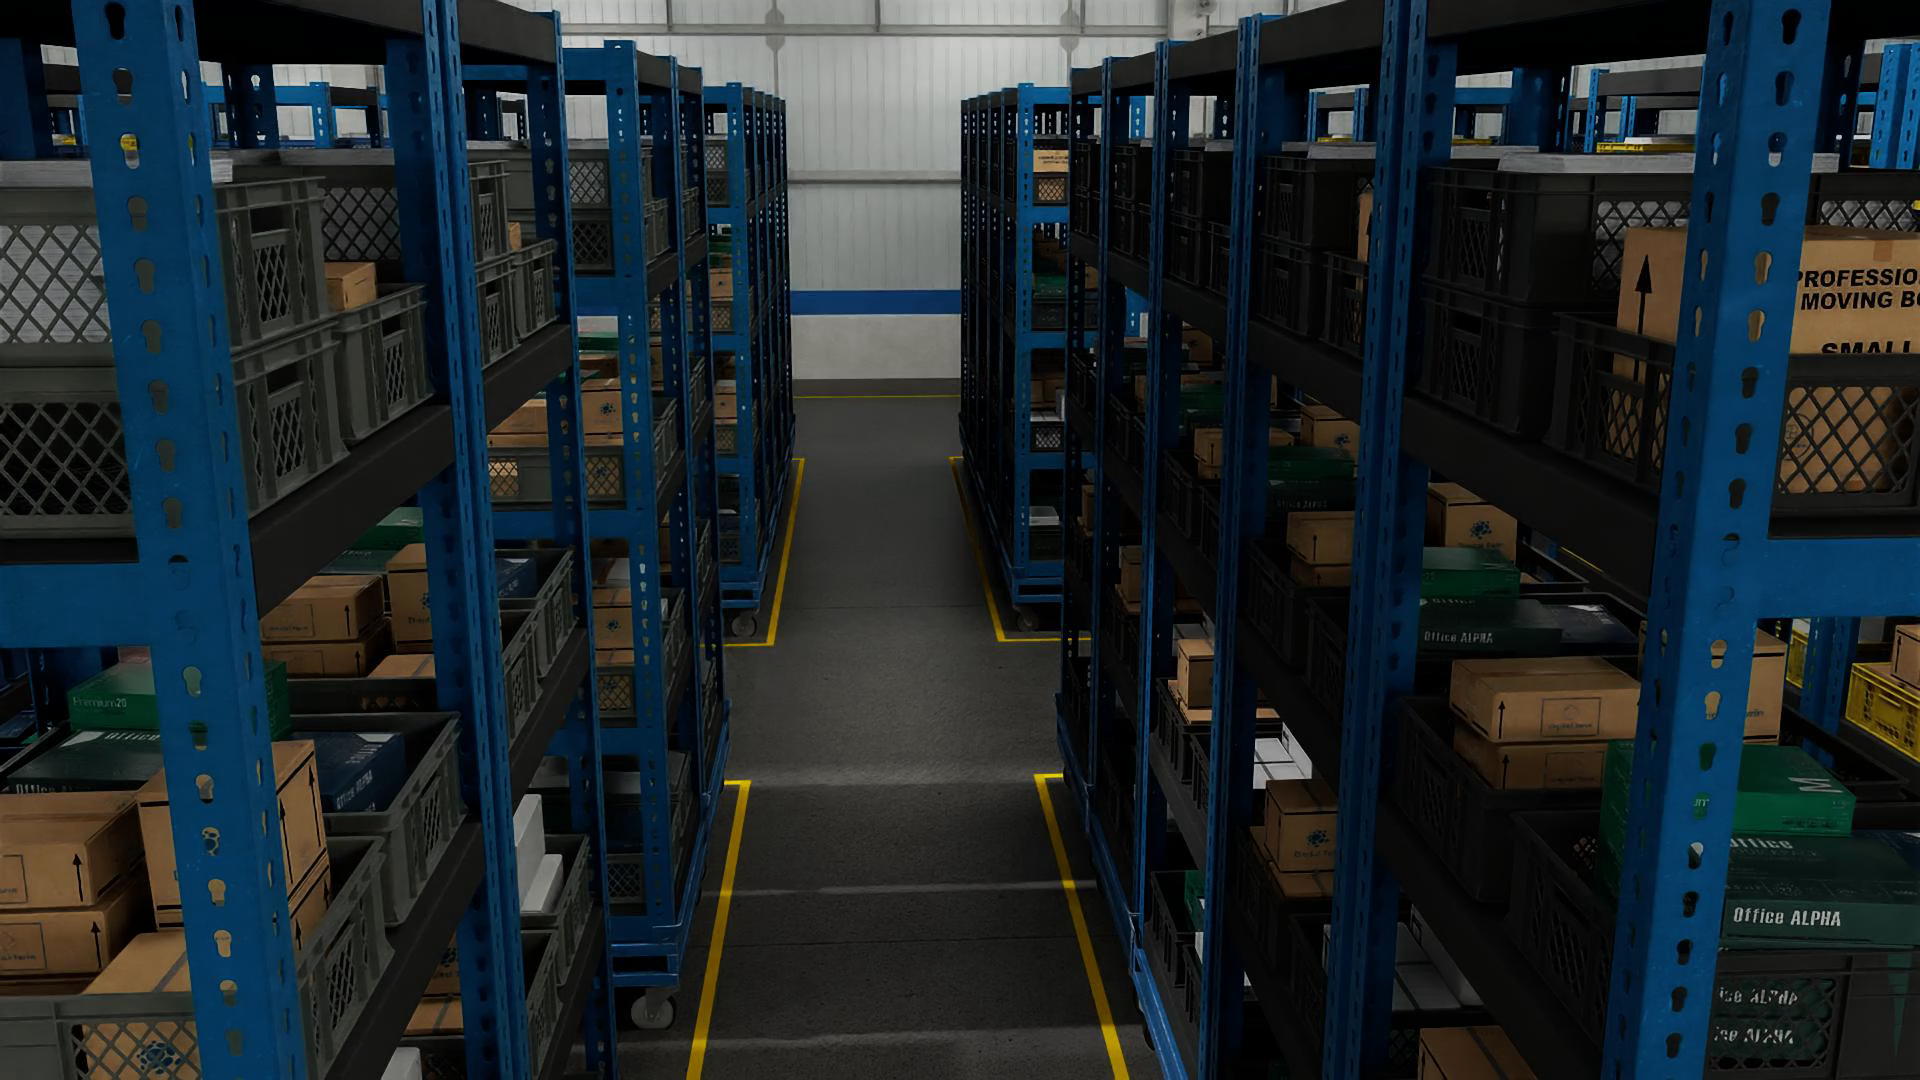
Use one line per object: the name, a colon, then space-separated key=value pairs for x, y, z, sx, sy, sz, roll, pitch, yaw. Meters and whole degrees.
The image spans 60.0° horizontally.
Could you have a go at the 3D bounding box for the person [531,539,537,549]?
person: x=-2.625 y=-0.239 z=10.644 sx=0.413 sy=1.988 sz=0.645 roll=-1 pitch=14 yaw=-6
